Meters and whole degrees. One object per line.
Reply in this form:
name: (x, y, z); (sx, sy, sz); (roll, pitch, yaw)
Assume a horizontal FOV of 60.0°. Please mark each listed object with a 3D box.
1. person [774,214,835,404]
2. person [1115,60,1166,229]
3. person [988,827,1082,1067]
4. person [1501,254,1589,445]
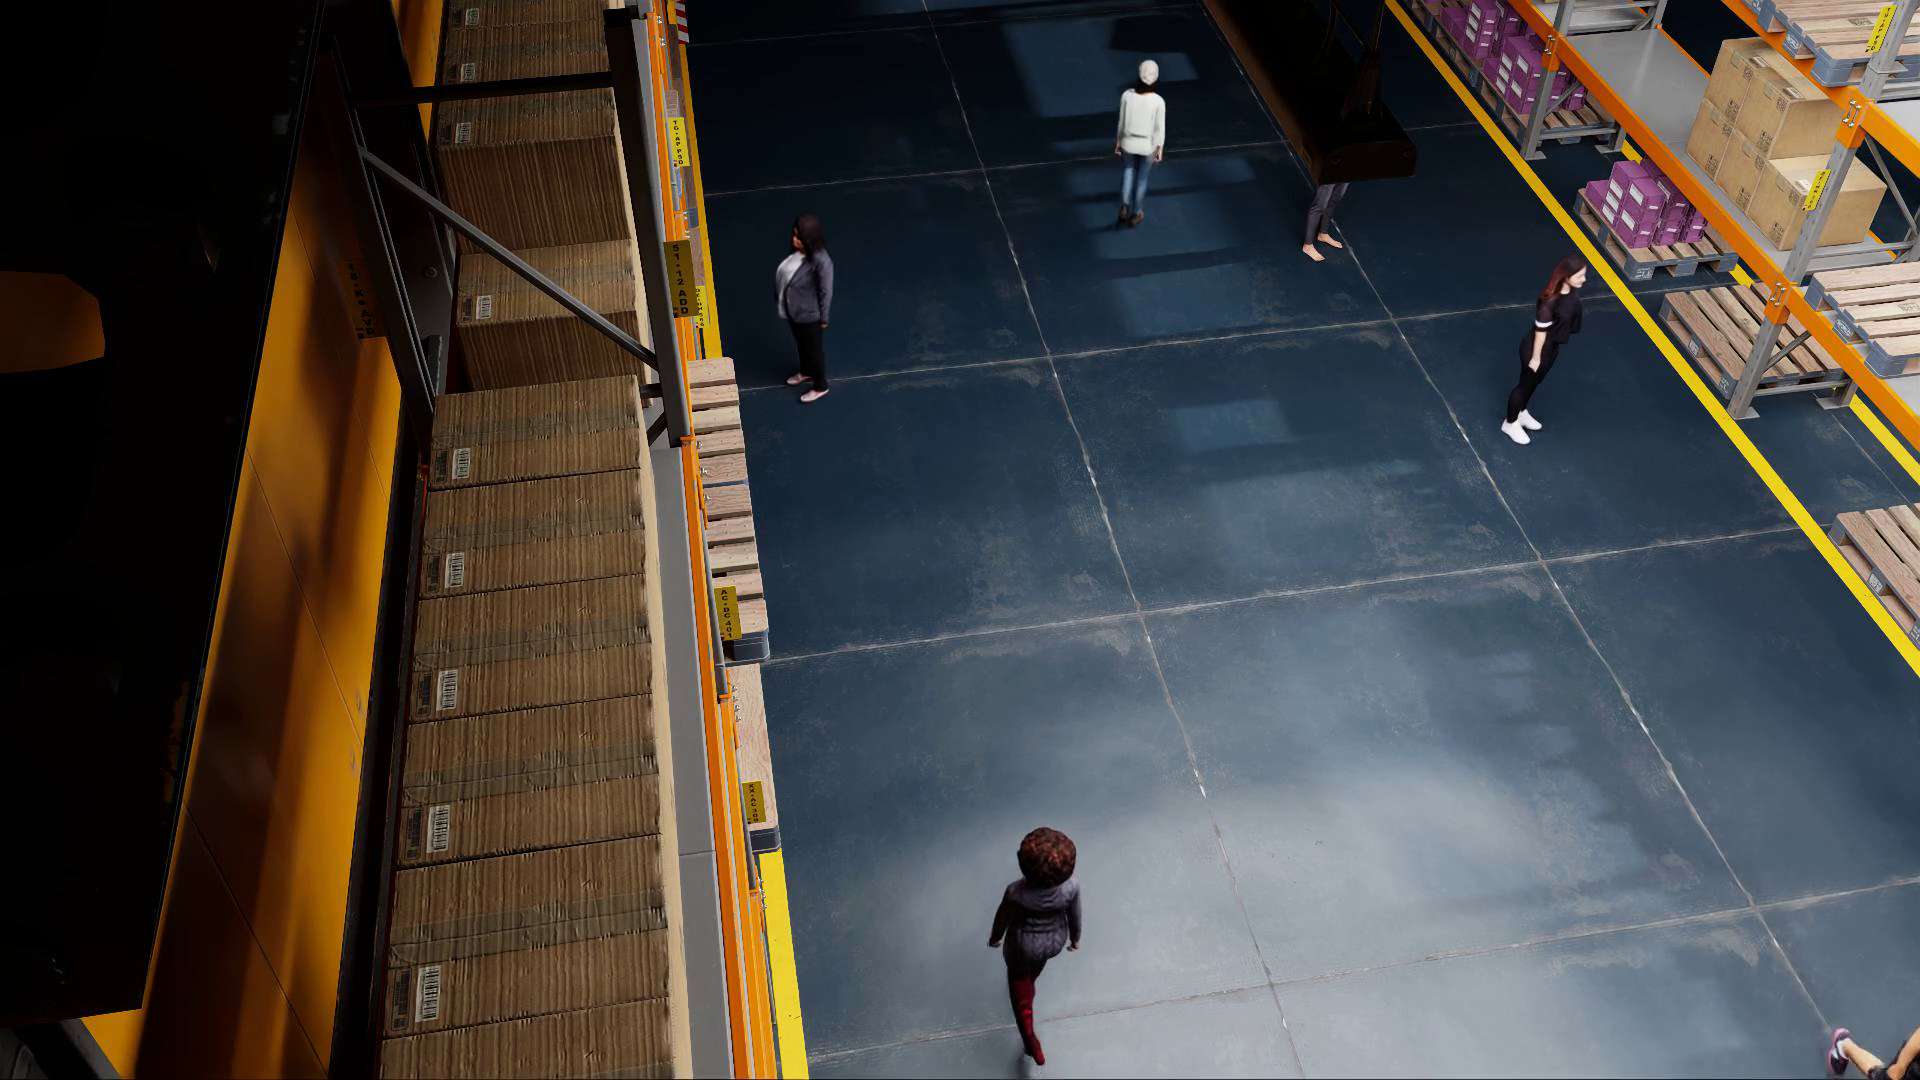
person: (-1.190, -1.848, 13.000); (0.837, 1.594, 0.738); (-24, 49, -23)
person: (1.556, -3.437, 14.640); (0.752, 1.633, 0.826); (15, 45, 15)
person: (0.403, 2.160, 8.736); (0.633, 1.673, 0.864); (-7, 44, -7)
person: (4.416, -1.473, 12.574); (0.764, 1.639, 0.714); (30, 51, 27)
